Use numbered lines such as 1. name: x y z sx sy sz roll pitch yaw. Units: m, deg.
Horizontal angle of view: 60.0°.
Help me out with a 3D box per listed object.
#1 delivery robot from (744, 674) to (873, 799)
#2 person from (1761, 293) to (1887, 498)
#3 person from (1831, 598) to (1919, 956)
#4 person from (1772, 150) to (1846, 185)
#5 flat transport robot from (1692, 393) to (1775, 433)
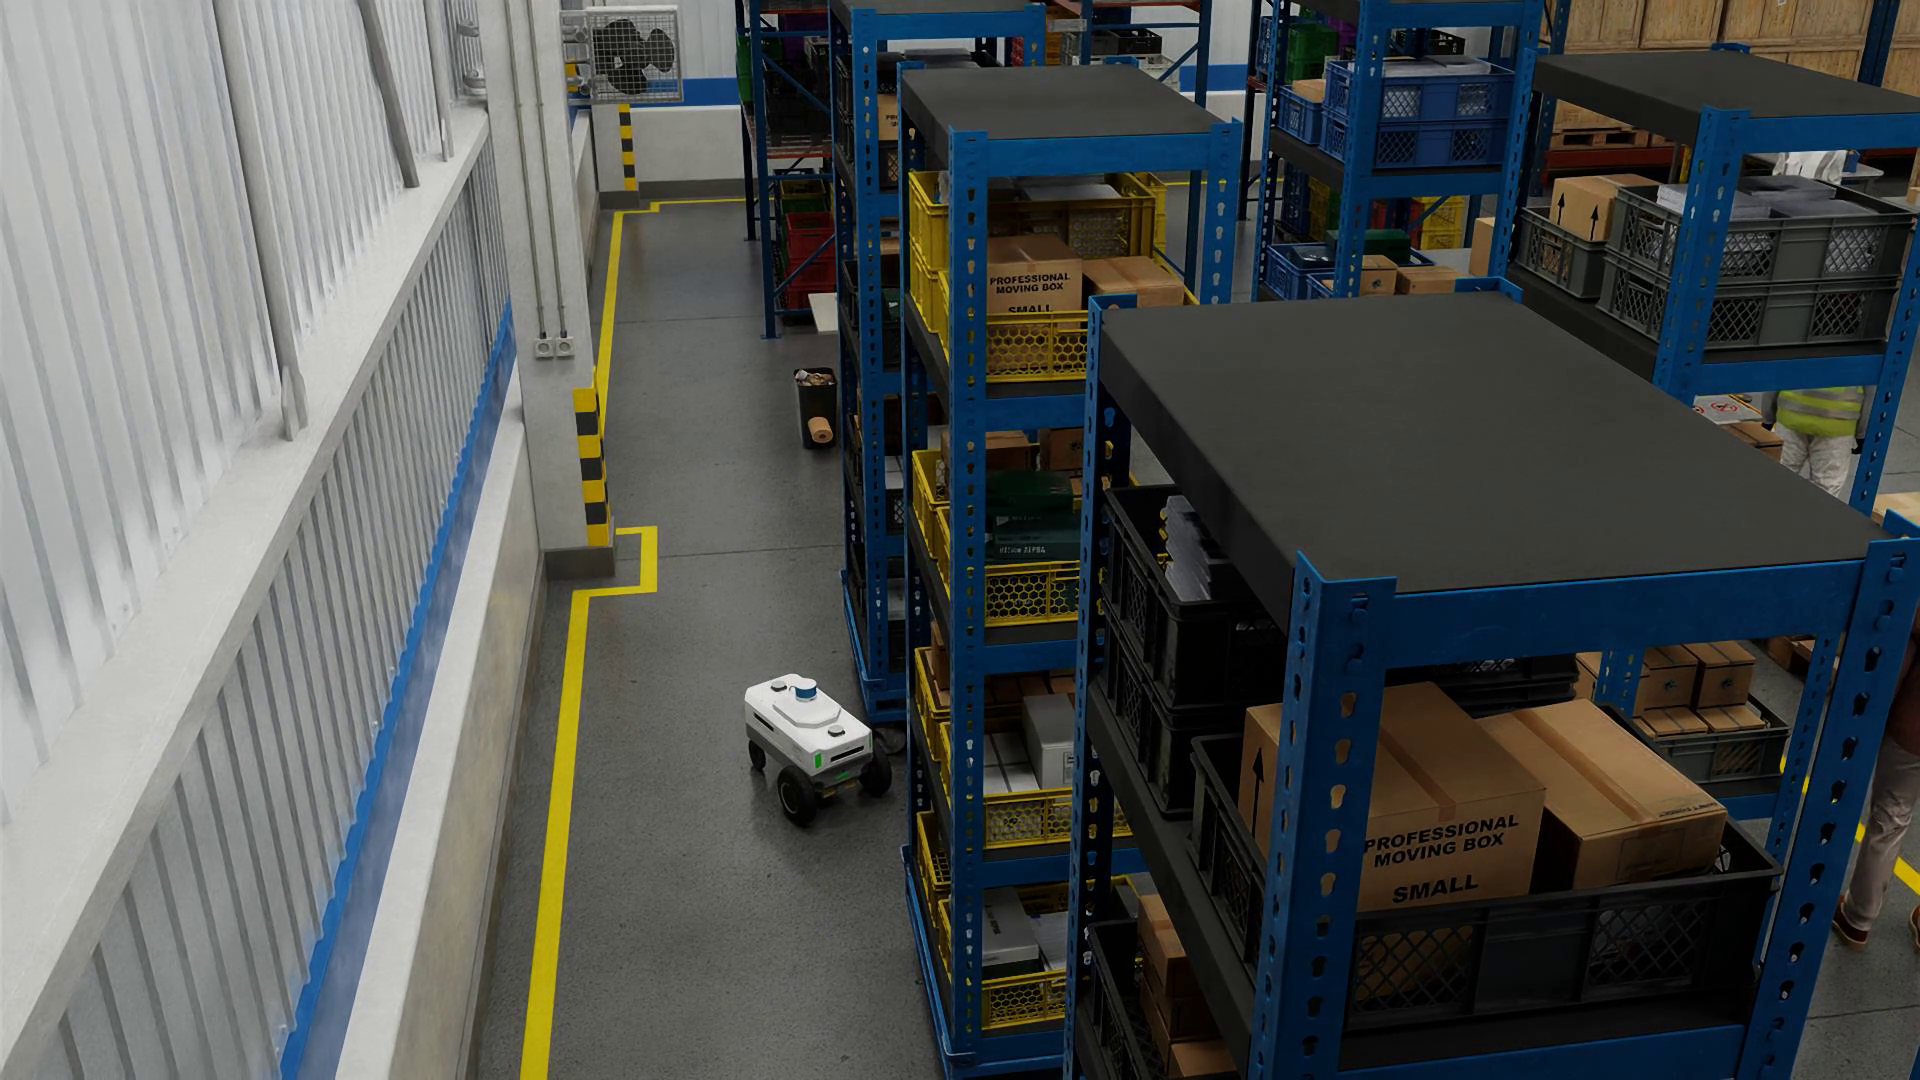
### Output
1. delivery robot: -0.724 0.889 7.888 0.477 0.478 0.707 -17 30 -33
2. person: 5.103 -0.696 9.929 0.628 1.838 0.429 17 30 33
3. person: 3.870 0.761 6.561 0.612 1.997 0.376 6 25 13
4. person: 7.401 -2.918 14.690 0.353 1.886 0.572 -21 32 -38
5. flat transport robot: 5.224 -0.859 12.132 1.431 0.197 0.652 -4 25 -8
